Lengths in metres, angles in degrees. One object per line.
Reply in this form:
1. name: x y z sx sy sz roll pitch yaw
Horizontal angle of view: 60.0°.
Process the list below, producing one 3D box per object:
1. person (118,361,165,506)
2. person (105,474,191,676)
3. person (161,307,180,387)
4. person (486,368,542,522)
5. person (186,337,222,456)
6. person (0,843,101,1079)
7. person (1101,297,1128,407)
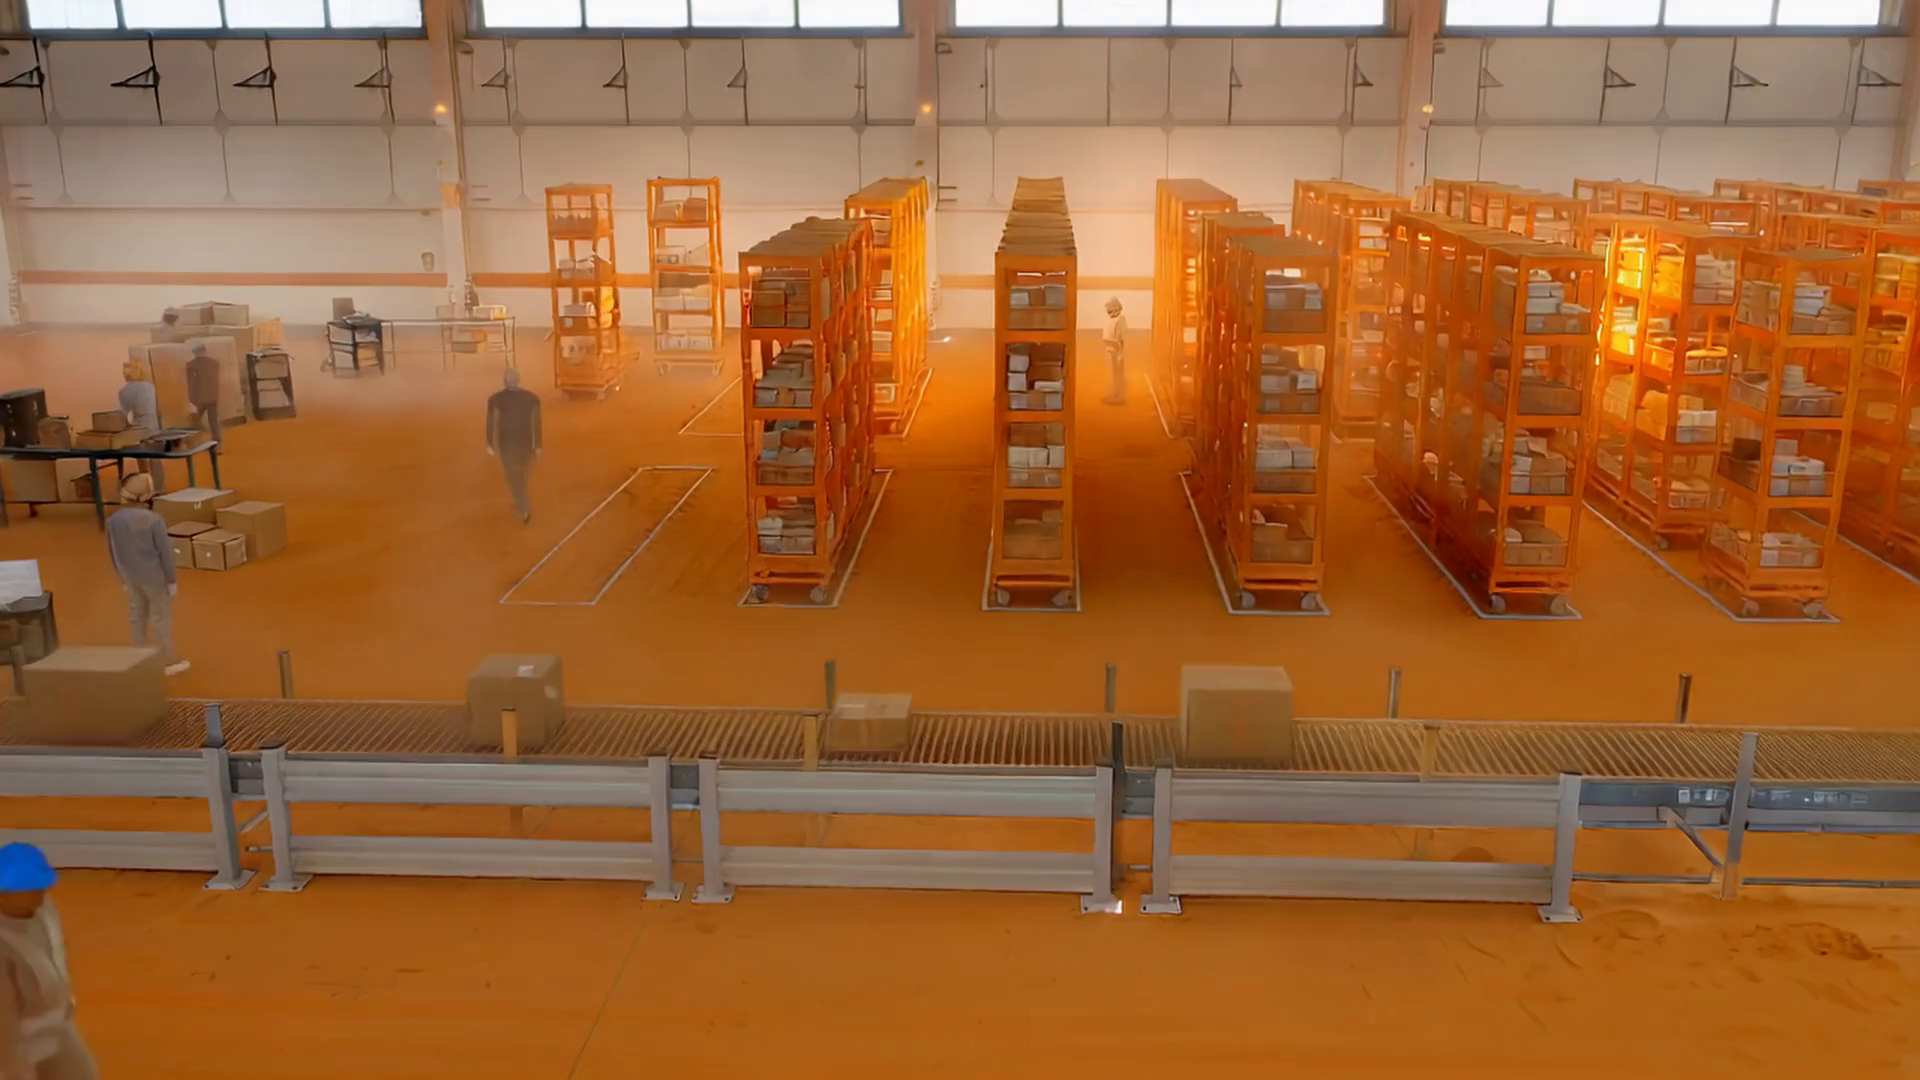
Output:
1. person: -10.350 -1.348 21.040 0.388 1.848 0.564 4 16 15
2. person: -7.276 0.315 14.893 0.589 1.834 0.403 3 15 12
3. person: -13.028 -3.012 27.509 0.922 1.695 0.495 0 15 1
4. person: -5.449 -1.178 20.423 0.634 1.860 1.028 -10 18 -34
5. person: -10.837 -2.045 23.837 0.401 1.733 0.586 7 17 25
6. person: -4.170 2.261 7.559 1.019 1.888 0.644 0 15 -1
7. person: 2.571 -3.142 27.733 0.403 1.828 0.595 -4 16 -16
